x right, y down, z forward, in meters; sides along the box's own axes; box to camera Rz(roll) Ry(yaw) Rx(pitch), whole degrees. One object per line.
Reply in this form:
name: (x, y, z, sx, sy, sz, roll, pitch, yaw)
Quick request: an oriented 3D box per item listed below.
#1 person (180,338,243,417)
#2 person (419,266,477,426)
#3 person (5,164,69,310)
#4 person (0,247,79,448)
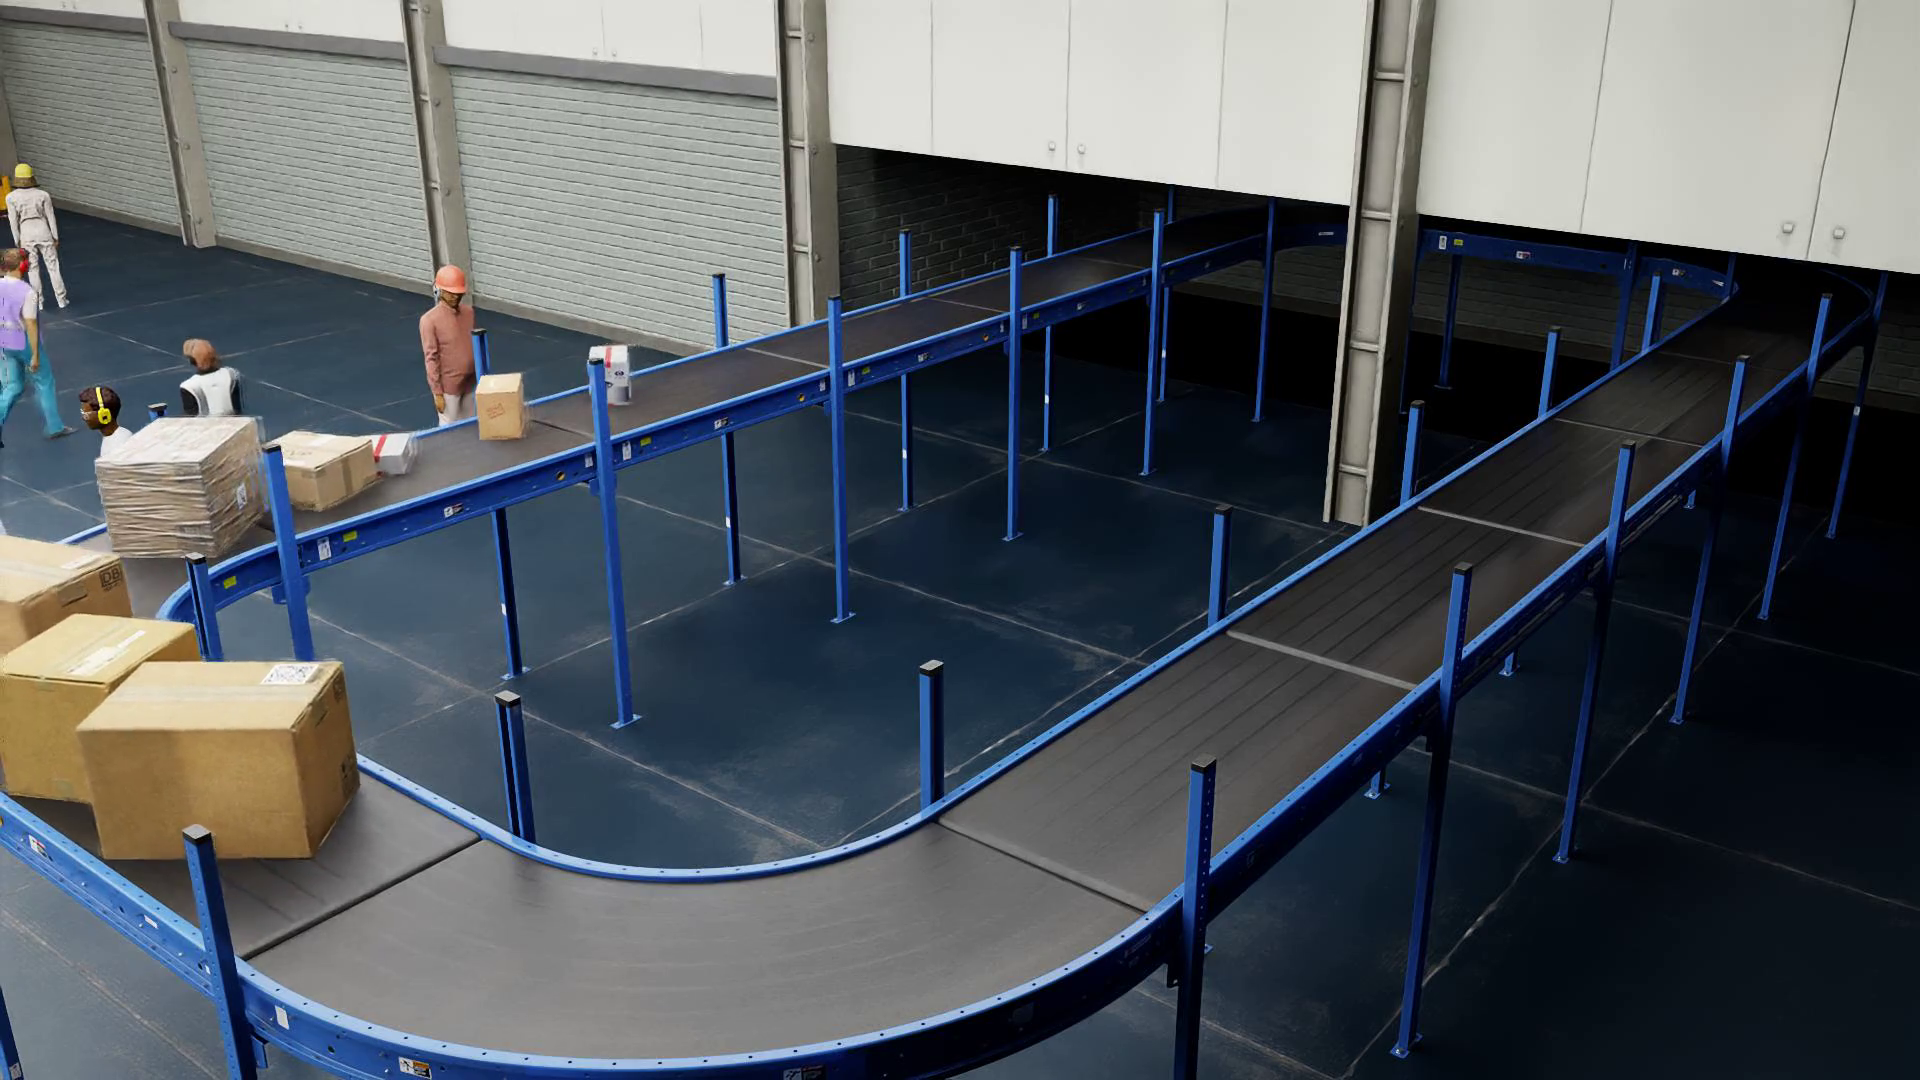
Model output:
person: (-5.745, -0.780, 12.957, 0.686, 1.619, 0.521, 13, 25, 30)
person: (-4.143, -1.281, 13.735, 0.392, 1.988, 0.609, 9, 23, 22)
person: (-11.187, -3.671, 20.134, 0.494, 1.743, 0.307, -11, 24, -26)
person: (-8.593, -1.732, 15.117, 0.601, 1.810, 0.782, 9, 23, 22)
